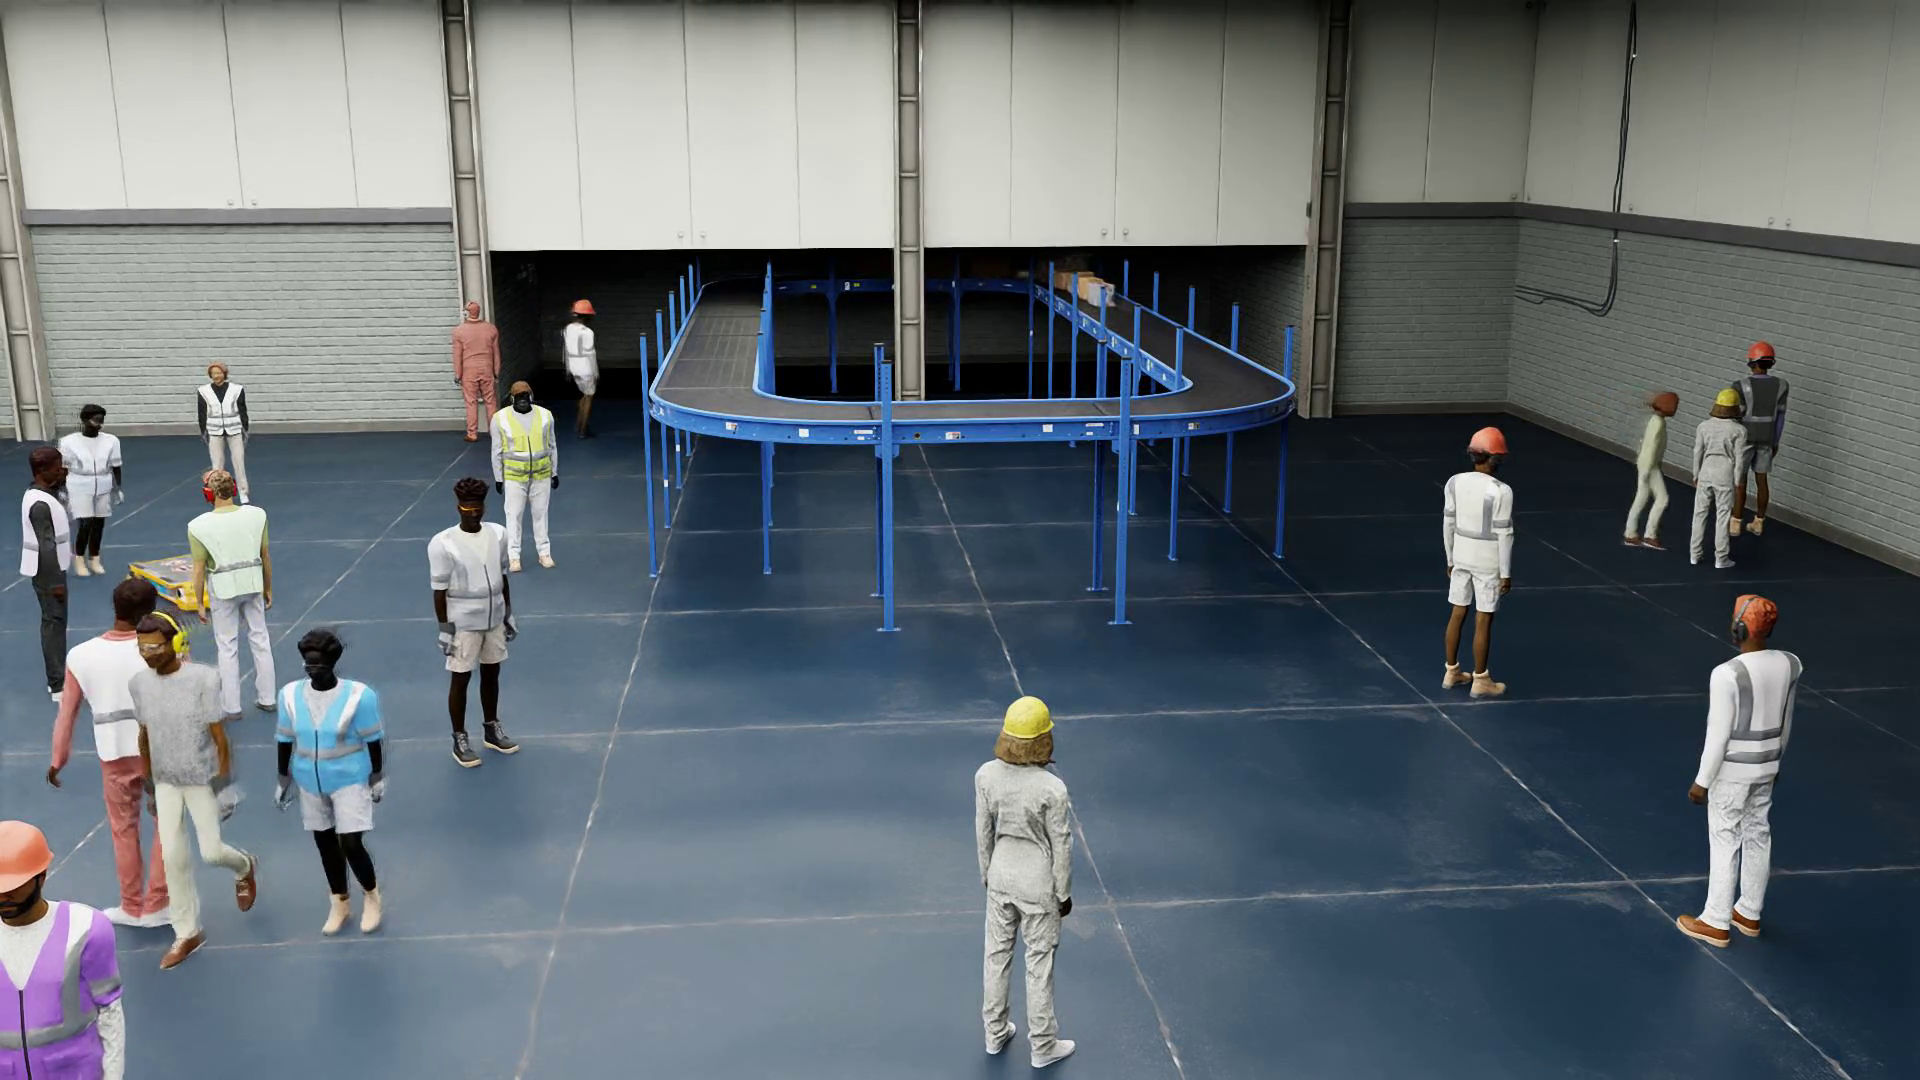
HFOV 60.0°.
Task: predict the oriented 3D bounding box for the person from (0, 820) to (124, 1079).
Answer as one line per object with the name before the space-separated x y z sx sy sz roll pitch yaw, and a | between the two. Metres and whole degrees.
person | -3.202 1.886 5.818 0.543 1.938 0.357 -3 14 -14

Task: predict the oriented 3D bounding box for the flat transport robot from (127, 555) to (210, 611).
flat transport robot | -7.066 0.363 15.295 1.431 0.197 0.652 13 19 43

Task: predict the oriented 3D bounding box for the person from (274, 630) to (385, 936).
person | -3.314 1.281 8.744 0.545 1.686 0.396 1 14 6

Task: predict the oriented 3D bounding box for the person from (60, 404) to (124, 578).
person | -8.232 -0.471 15.792 0.433 1.664 0.529 12 19 41

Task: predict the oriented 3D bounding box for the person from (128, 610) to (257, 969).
person | -3.976 1.231 8.620 0.537 1.849 0.674 1 14 4

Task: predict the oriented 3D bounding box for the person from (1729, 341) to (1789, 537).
person | 8.257 -1.048 17.341 0.606 2.044 0.373 -1 14 -5

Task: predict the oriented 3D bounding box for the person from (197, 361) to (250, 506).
person | -8.309 -1.207 18.799 0.523 1.638 0.310 -5 15 -19

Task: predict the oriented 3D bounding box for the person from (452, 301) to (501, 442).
person | -6.555 -2.282 22.550 0.651 1.910 0.409 -10 17 -34

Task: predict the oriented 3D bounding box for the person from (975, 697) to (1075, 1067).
person | 0.300 1.546 7.574 0.487 1.744 0.294 9 16 31

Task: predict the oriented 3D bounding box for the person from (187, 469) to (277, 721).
person | -5.216 0.400 11.975 0.394 1.836 0.560 13 19 42

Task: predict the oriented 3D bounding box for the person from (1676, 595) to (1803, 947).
person | 4.066 1.200 8.675 0.572 1.883 0.354 -6 15 -23

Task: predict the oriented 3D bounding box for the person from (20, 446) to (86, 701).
person | -6.786 0.248 12.418 0.398 1.916 0.588 -7 16 -27

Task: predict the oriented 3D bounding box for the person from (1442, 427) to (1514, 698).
person | 3.899 0.164 12.491 0.371 2.046 0.606 -9 17 -32

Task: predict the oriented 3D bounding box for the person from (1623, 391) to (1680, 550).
person | 7.062 -0.709 16.852 0.557 1.603 0.564 5 15 20

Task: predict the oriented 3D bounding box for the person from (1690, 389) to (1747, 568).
person | 7.376 -0.604 16.175 0.313 1.744 0.487 -13 19 -41

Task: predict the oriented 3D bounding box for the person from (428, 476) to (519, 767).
person | -3.252 0.530 11.188 0.367 1.963 0.609 11 18 38

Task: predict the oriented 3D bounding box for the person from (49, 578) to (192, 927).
person | -4.431 1.156 8.843 0.762 1.898 0.404 -5 15 -18

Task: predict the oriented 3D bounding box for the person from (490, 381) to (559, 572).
person | -4.178 -0.620 16.039 0.634 1.842 0.429 -7 16 -26

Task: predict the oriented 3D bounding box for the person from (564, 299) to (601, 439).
person | -5.125 -2.335 22.747 0.593 1.908 0.452 12 18 39
